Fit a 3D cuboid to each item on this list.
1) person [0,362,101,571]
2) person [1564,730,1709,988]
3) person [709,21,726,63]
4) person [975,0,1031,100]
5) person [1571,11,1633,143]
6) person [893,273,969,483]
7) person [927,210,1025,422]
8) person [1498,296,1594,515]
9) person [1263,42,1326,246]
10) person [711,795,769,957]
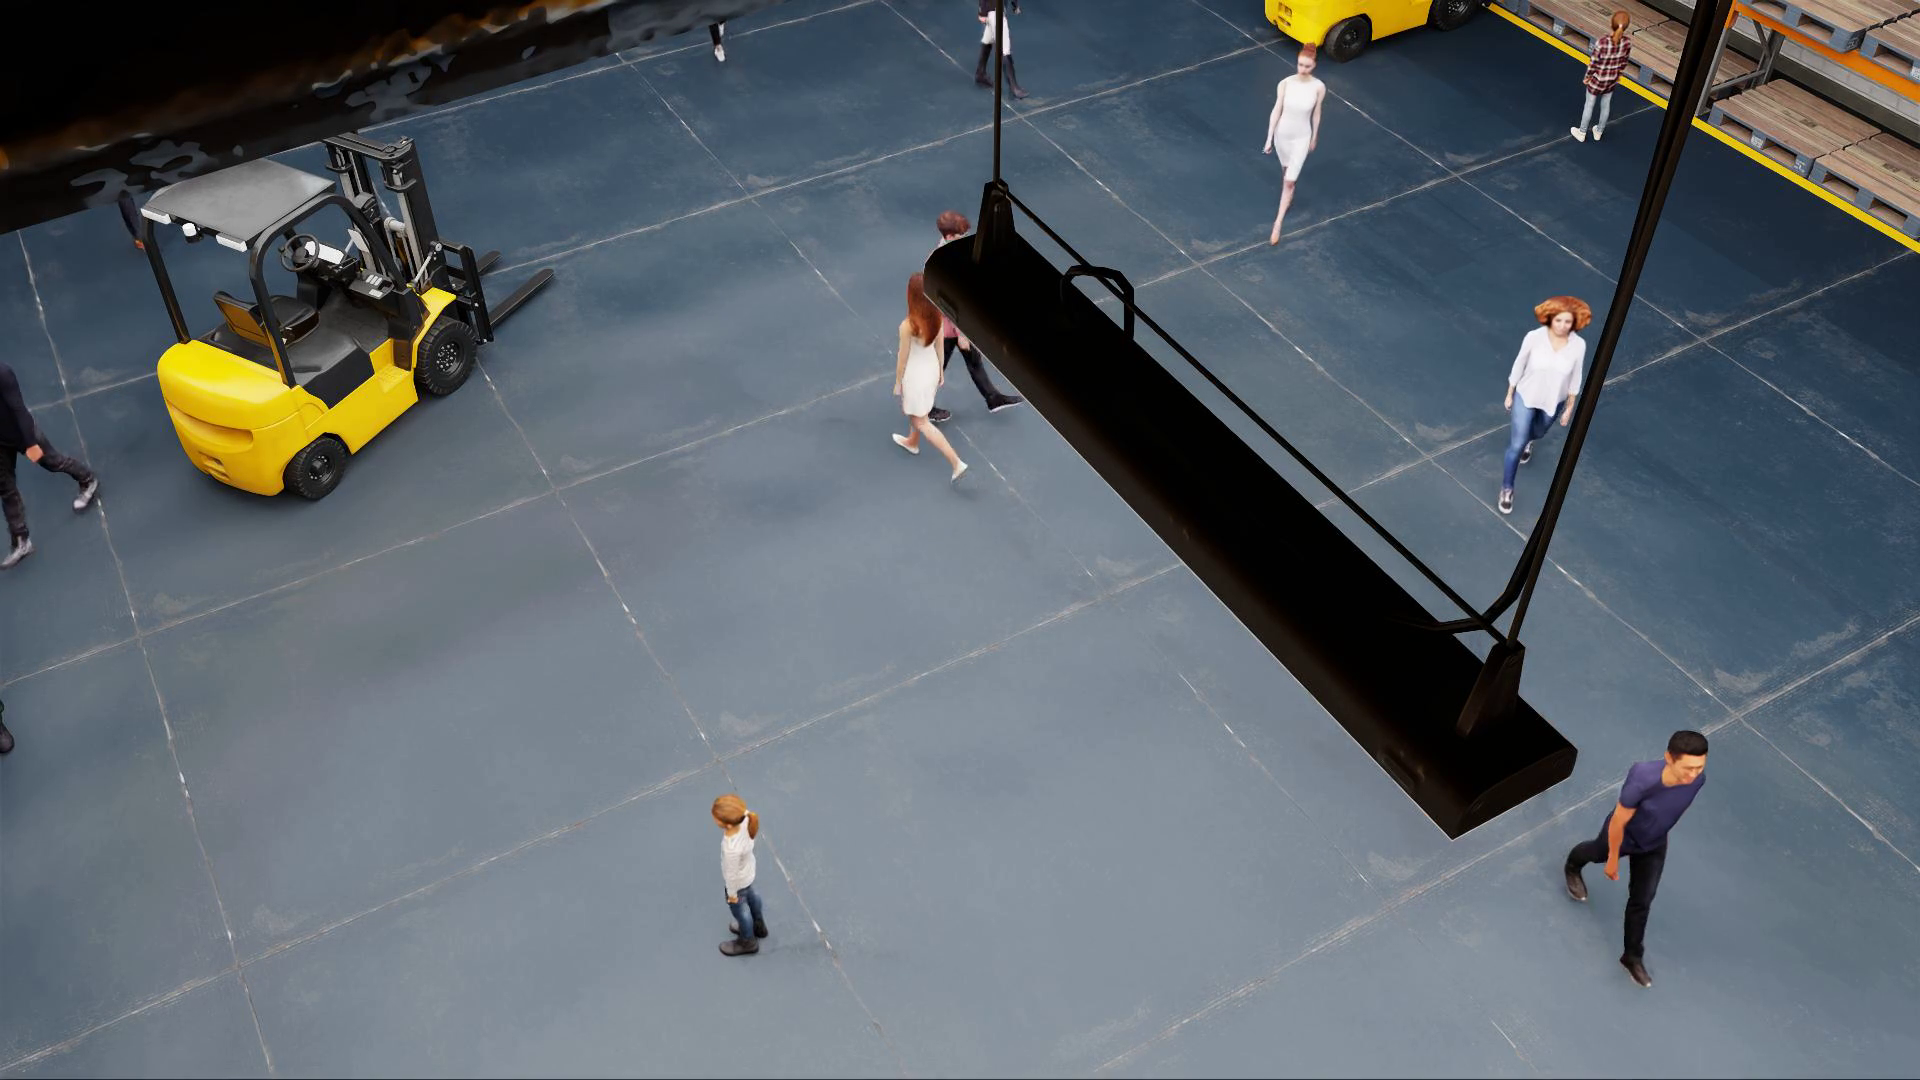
[{"bbox_3d":[-6.556,-0.783,11.637,1.209,1.821,1.260,12,45,12],"label":"person"},{"bbox_3d":[3.697,1.573,9.222,0.934,1.741,1.239,-5,44,-6],"label":"person"},{"bbox_3d":[-2.524,-5.703,16.920,0.851,1.658,1.164,-8,44,-8],"label":"person"},{"bbox_3d":[0.279,-5.255,16.414,1.060,1.706,0.836,27,50,25],"label":"person"},{"bbox_3d":[6.130,-4.410,15.817,0.614,1.305,0.644,-1,44,-1],"label":"person"},{"bbox_3d":[-0.231,-1.155,12.123,1.132,1.689,0.775,33,53,30],"label":"person"},{"bbox_3d":[-0.187,-1.627,12.447,1.090,1.925,1.130,2,44,2],"label":"person"},{"bbox_3d":[4.208,-1.085,12.048,1.095,1.690,1.159,10,44,10],"label":"person"},{"bbox_3d":[2.928,-3.540,14.585,1.094,1.746,1.095,14,45,14],"label":"person"},{"bbox_3d":[-1.196,1.845,9.247,0.654,1.313,0.592,5,44,6],"label":"person"}]
